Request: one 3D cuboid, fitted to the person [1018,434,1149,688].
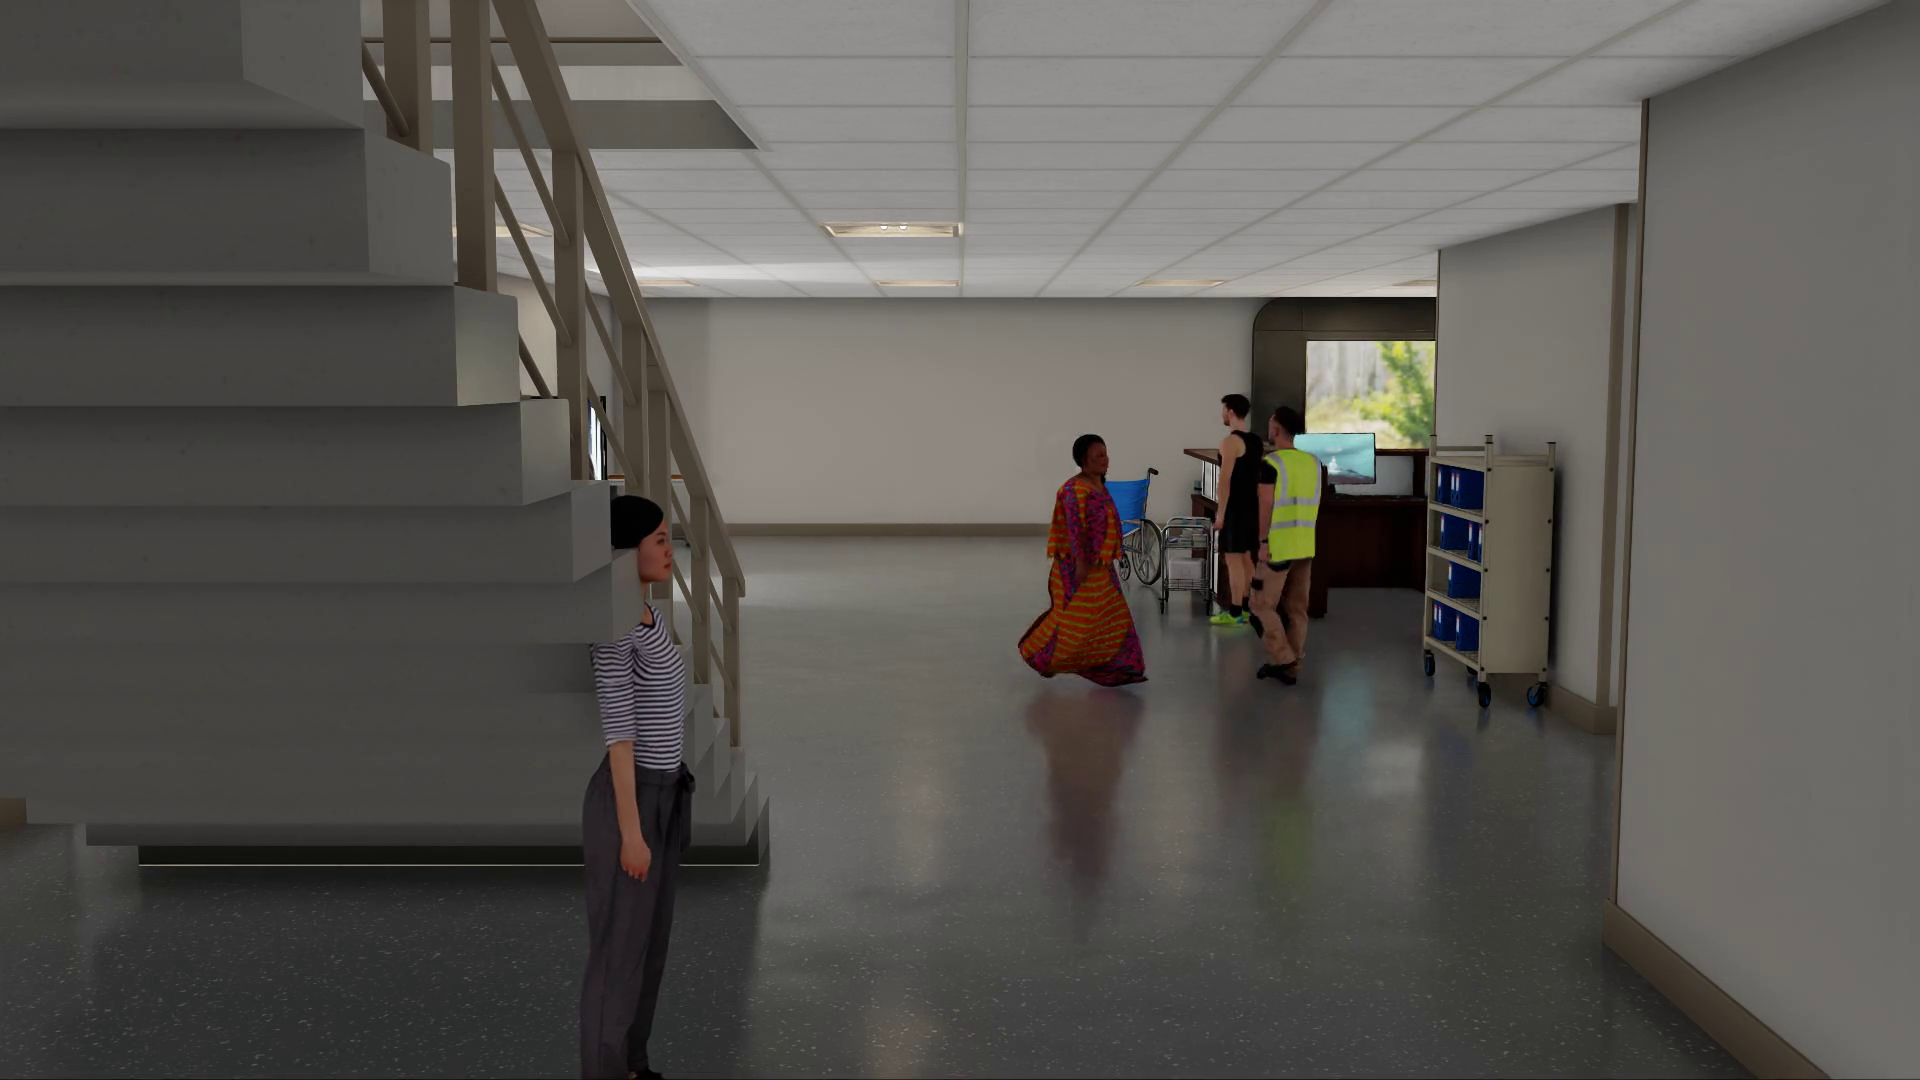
[{"bbox_3d":[0.774,0.137,10.889,1.117,1.653,1.182,4,7,34],"label":"person"}]

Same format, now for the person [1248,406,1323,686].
[{"bbox_3d":[2.176,0.051,10.842,0.846,1.834,0.892,-3,7,-30],"label":"person"}]

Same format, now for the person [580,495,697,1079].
[{"bbox_3d":[-0.900,0.740,4.496,0.664,1.732,0.461,0,6,3],"label":"person"}]

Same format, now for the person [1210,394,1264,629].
[{"bbox_3d":[2.293,-0.246,13.541,0.834,1.885,0.742,4,7,37],"label":"person"}]
